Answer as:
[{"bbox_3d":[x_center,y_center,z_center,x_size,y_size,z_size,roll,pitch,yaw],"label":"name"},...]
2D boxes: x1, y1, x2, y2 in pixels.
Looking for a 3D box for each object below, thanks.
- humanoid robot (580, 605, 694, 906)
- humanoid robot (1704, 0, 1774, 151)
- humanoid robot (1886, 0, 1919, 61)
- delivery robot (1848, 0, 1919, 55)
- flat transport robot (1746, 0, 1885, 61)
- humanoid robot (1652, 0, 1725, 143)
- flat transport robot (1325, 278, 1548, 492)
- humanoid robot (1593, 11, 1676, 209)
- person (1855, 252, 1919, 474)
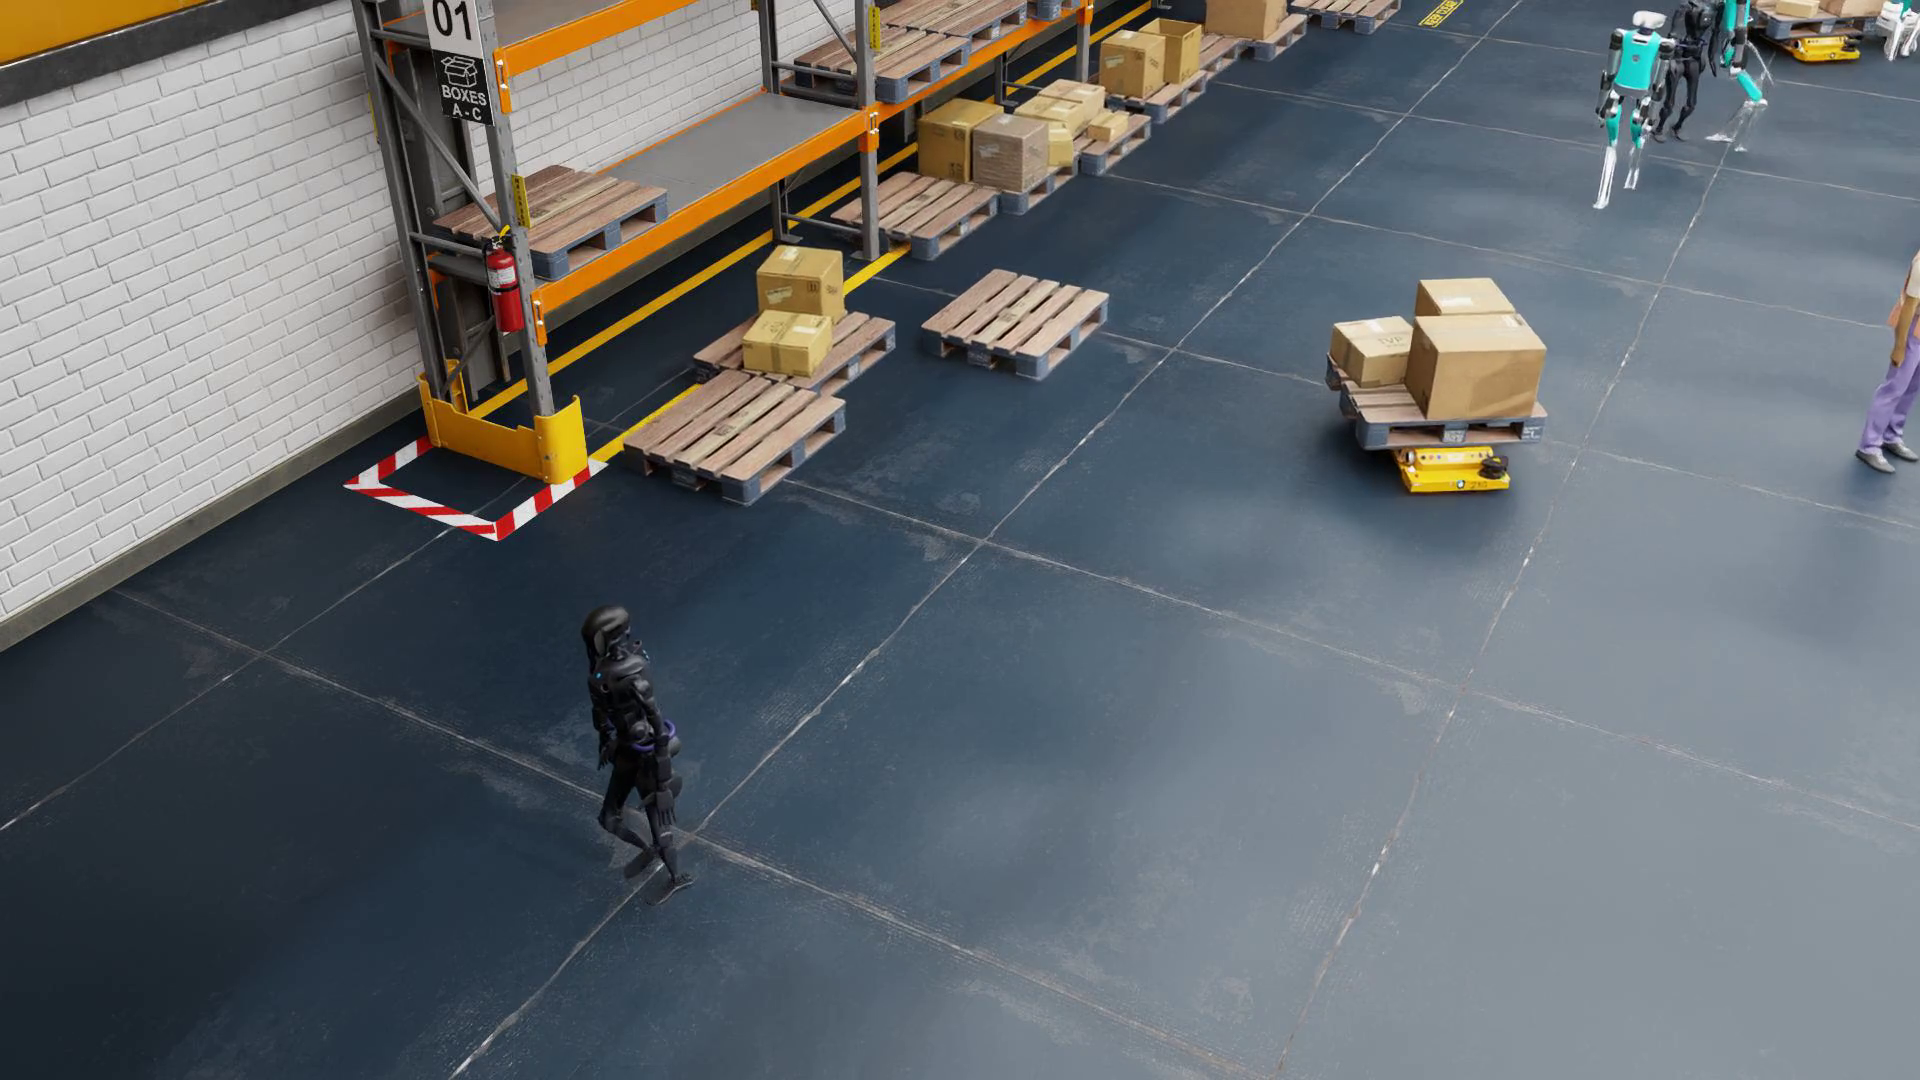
[{"bbox_3d":[-1.432,0.972,7.406,0.336,1.645,0.609,-26,41,-34],"label":"humanoid robot"},{"bbox_3d":[7.492,-4.566,15.750,0.799,1.804,0.531,4,34,6],"label":"humanoid robot"},{"bbox_3d":[10.434,-5.998,17.968,0.532,1.854,0.799,22,39,29],"label":"humanoid robot"},{"bbox_3d":[10.429,-5.806,18.691,0.499,0.614,0.808,-5,34,-8],"label":"delivery robot"},{"bbox_3d":[9.452,-5.726,18.811,0.659,0.231,1.431,-5,34,-8],"label":"flat transport robot"},{"bbox_3d":[6.914,-4.591,15.827,0.602,1.640,0.379,-7,34,-11],"label":"humanoid robot"},{"bbox_3d":[3.183,-0.775,11.320,0.659,0.231,1.431,-2,34,-3],"label":"flat transport robot"},{"bbox_3d":[5.941,-3.806,14.618,0.552,1.807,0.904,21,39,28],"label":"humanoid robot"},{"bbox_3d":[6.216,-1.320,10.729,0.565,1.834,0.417,-17,37,-24],"label":"person"}]
